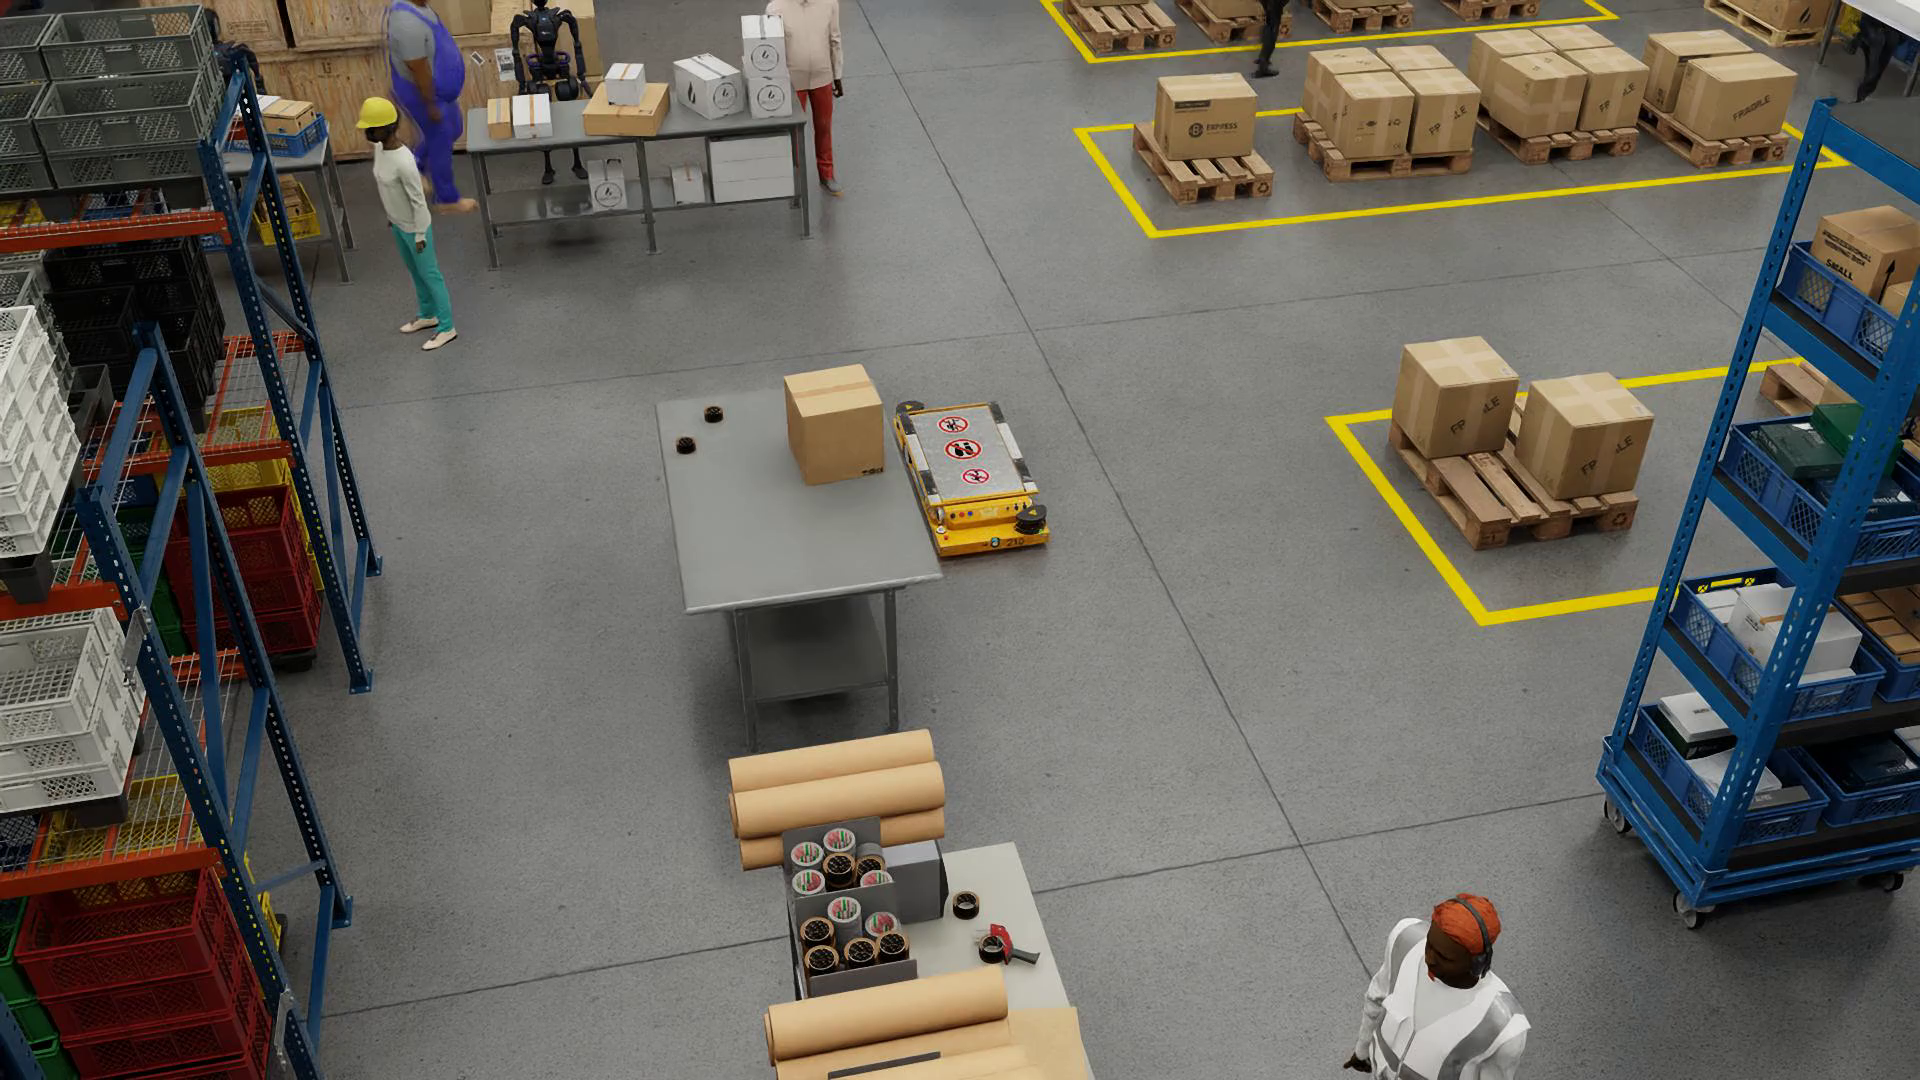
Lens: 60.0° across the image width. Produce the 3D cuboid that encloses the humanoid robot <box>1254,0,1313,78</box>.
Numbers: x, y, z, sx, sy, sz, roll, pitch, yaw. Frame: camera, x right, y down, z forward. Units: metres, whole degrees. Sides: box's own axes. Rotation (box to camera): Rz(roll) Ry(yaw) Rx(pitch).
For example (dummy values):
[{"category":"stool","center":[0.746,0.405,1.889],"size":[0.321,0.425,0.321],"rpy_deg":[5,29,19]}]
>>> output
[{"category":"humanoid robot","center":[2.908,-5.088,15.207],"size":[0.432,1.643,0.666],"rpy_deg":[-23,42,-27]}]

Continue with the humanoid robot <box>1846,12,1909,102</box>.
[{"category":"humanoid robot","center":[7.984,-4.363,14.246],"size":[0.577,1.642,0.521],"rpy_deg":[-8,37,-11]}]

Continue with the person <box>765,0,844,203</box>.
[{"category":"person","center":[-1.197,-3.583,12.932],"size":[0.611,1.988,0.400],"rpy_deg":[-14,39,-18]}]

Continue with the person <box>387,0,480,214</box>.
[{"category":"person","center":[-4.093,-3.497,12.771],"size":[0.604,2.000,0.704],"rpy_deg":[-5,37,-7]}]

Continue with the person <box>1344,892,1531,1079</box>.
[{"category":"person","center":[1.565,1.880,5.676],"size":[0.356,1.882,0.571],"rpy_deg":[-23,42,-27]}]

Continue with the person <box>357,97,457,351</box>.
[{"category":"person","center":[-3.716,-2.114,11.140],"size":[0.329,1.767,0.525],"rpy_deg":[-25,44,-30]}]

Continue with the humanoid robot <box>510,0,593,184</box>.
[{"category":"humanoid robot","center":[-3.262,-3.674,13.300],"size":[0.608,1.657,0.314],"rpy_deg":[-12,38,-16]}]

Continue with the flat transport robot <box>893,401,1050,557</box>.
[{"category":"flat transport robot","center":[0.046,-0.430,10.108],"size":[0.652,0.197,1.431],"rpy_deg":[-8,37,-10]}]

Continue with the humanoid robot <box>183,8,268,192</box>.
[{"category":"humanoid robot","center":[-5.547,-3.250,12.729],"size":[0.601,1.657,0.313],"rpy_deg":[-12,38,-16]}]
